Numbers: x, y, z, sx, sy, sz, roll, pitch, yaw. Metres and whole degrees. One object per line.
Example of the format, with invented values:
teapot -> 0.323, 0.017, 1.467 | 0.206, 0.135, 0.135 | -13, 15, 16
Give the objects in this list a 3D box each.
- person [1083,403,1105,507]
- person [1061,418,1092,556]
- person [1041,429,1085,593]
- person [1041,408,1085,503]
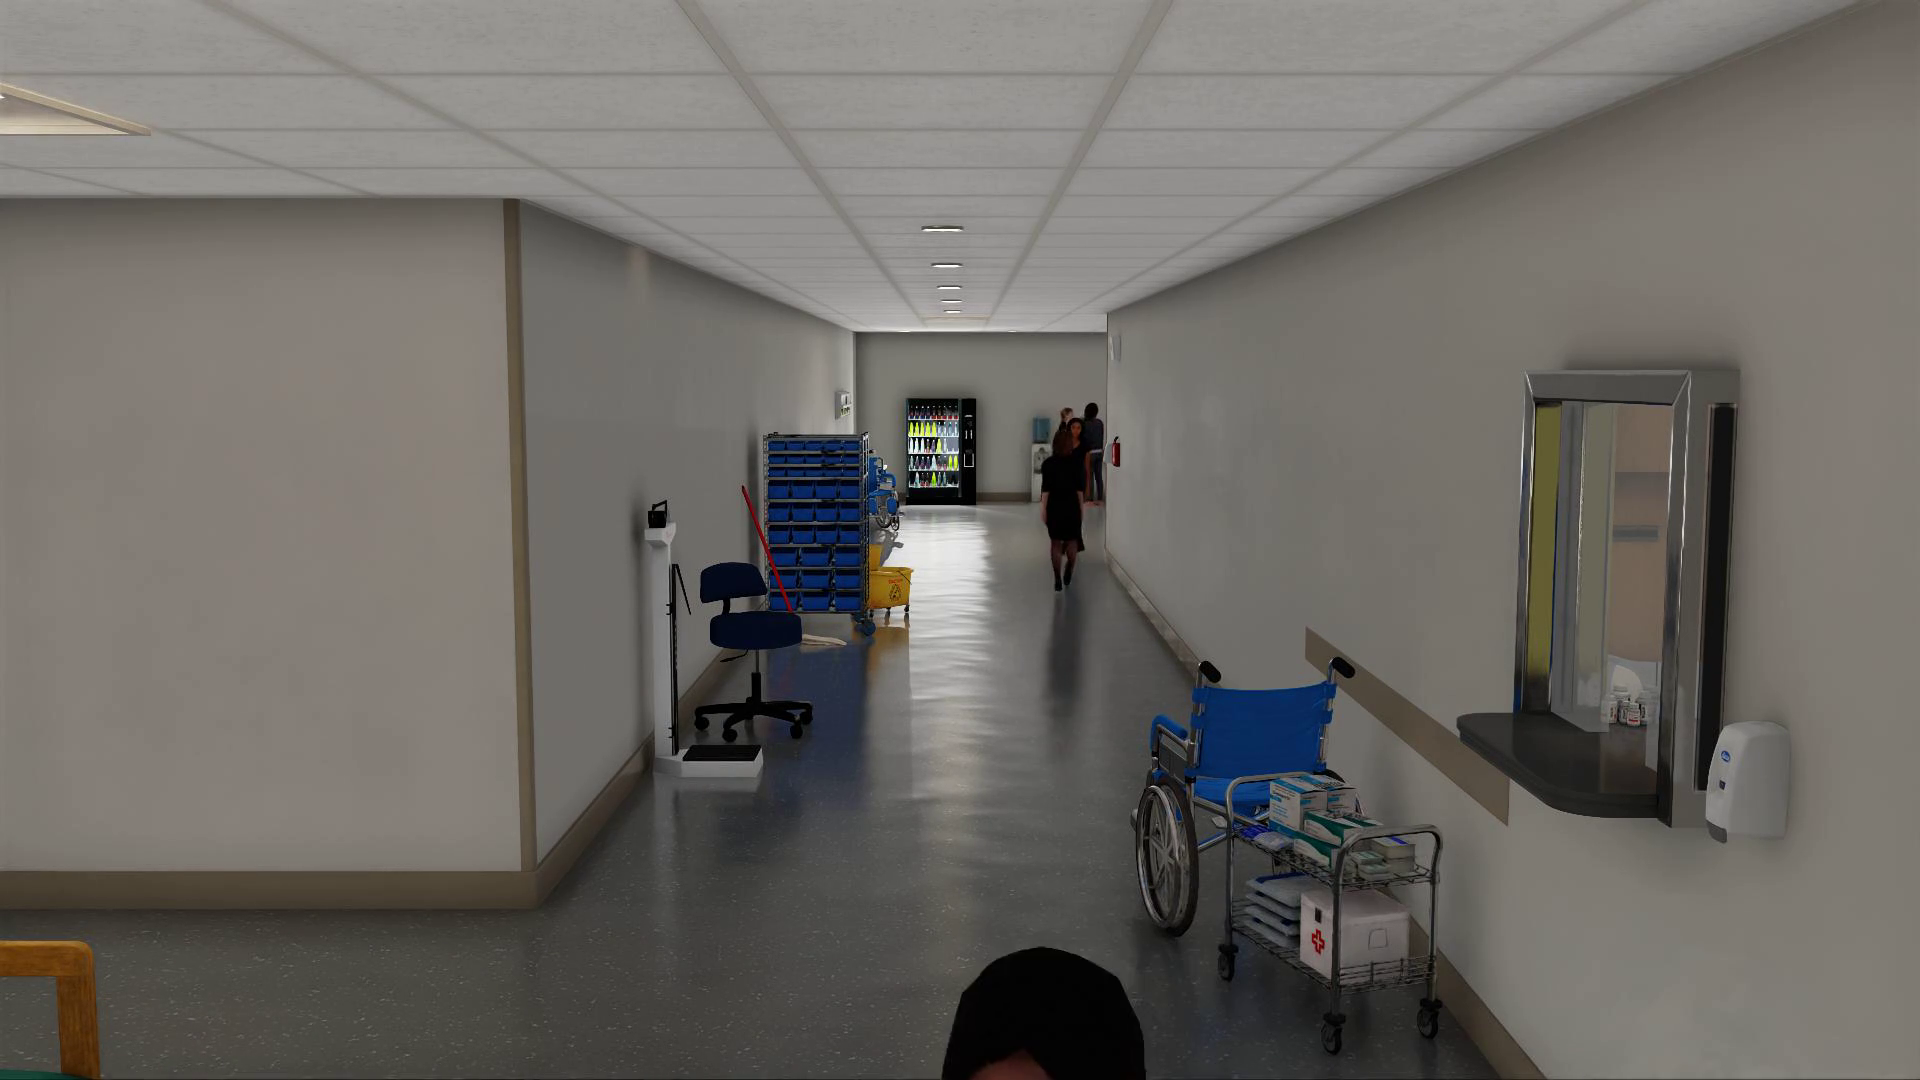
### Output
person -> 2.294, -1.473, 28.528 | 0.670, 1.771, 0.743 | -5, 8, -41
person -> 1.419, -0.622, 20.536 | 1.215, 1.675, 0.976 | 3, 6, 24
person -> 1.057, -0.261, 16.920 | 0.920, 1.682, 0.667 | 0, 6, 2
person -> 1.637, -1.396, 28.411 | 1.082, 1.640, 0.824 | 1, 6, 9
